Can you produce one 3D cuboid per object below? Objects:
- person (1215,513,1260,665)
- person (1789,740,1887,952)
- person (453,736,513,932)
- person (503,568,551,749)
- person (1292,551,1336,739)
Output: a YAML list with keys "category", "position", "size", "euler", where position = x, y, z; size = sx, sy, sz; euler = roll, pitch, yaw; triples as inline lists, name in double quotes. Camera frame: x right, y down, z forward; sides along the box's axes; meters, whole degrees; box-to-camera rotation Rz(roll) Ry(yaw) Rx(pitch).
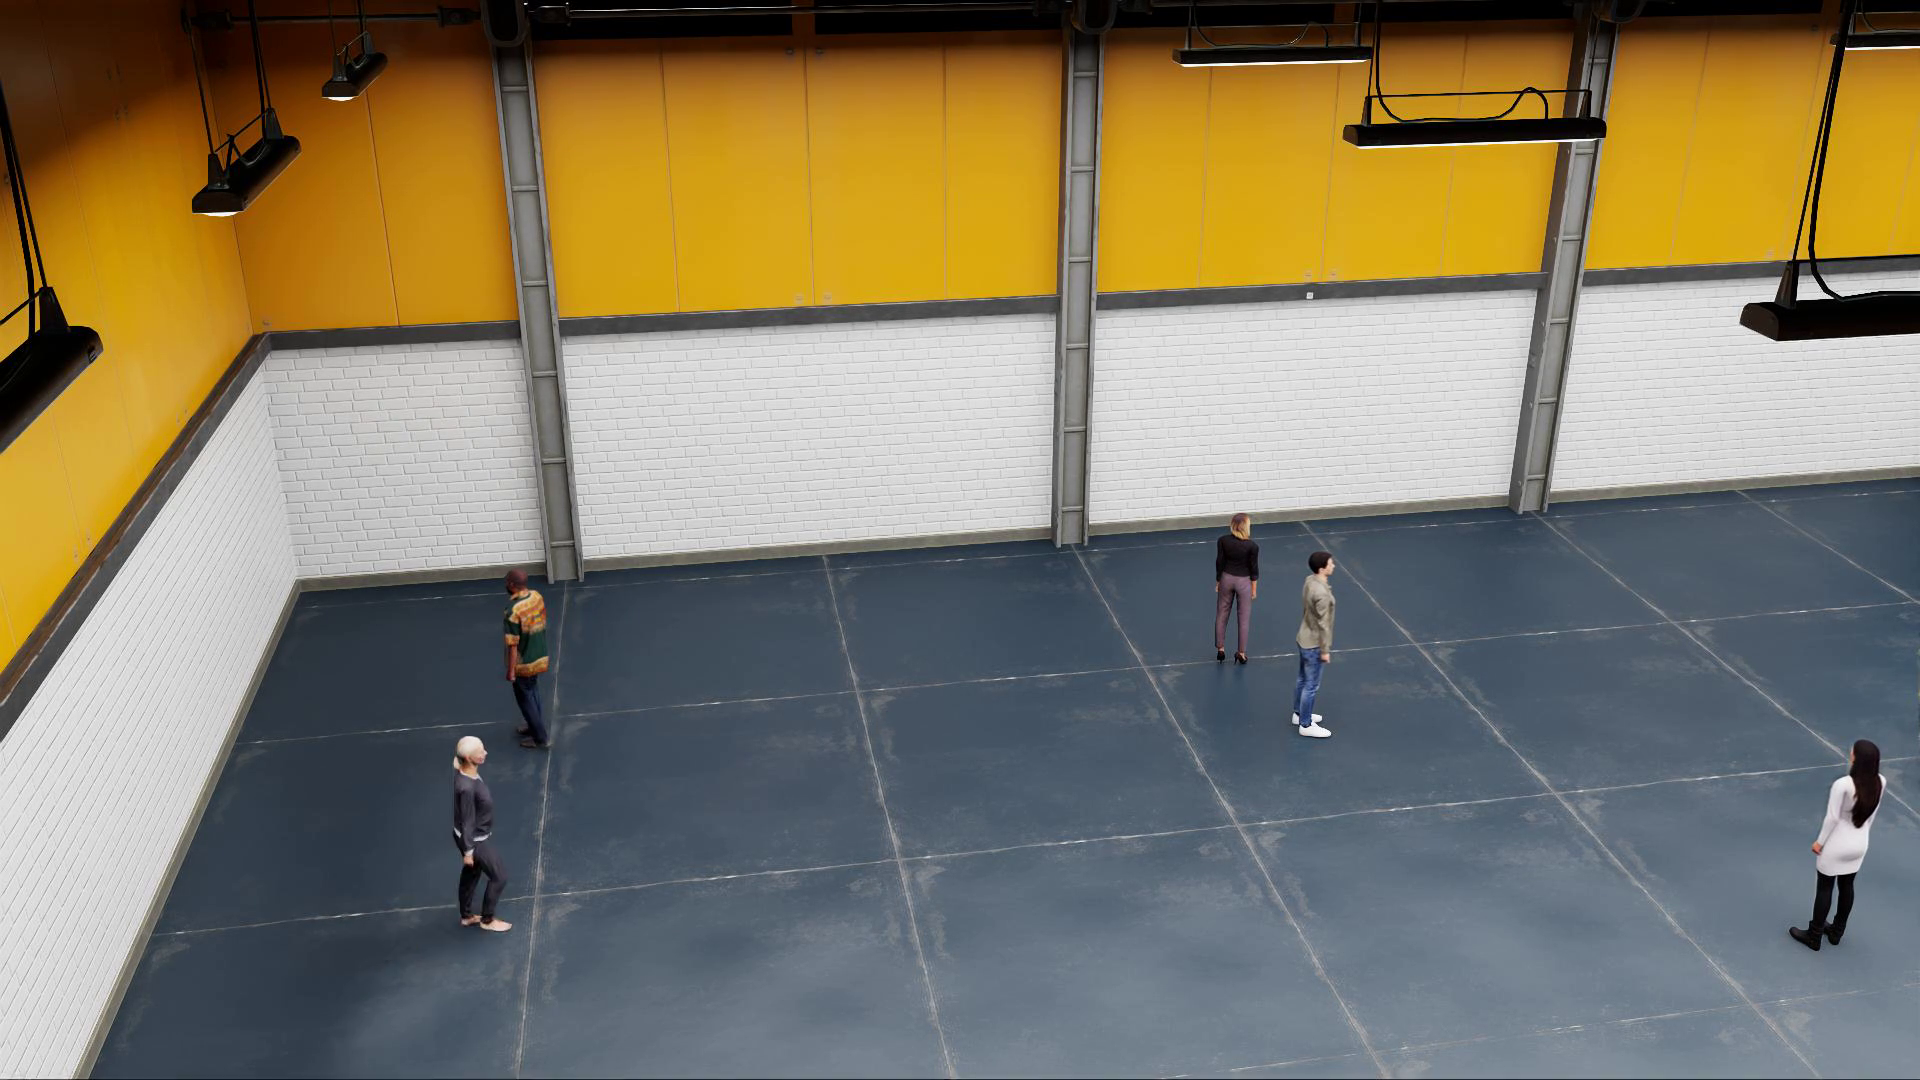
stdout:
- category: "person"
  position: [2.823, 0.499, 17.078]
  size: [0.657, 1.670, 0.750]
  euler: [10, 26, 22]
- category: "person"
  position: [6.760, 2.328, 12.722]
  size: [0.494, 1.809, 0.681]
  euler: [-6, 24, -14]
- category: "person"
  position: [-3.866, 2.300, 12.904]
  size: [0.686, 1.714, 0.694]
  euler: [-11, 26, -23]
- category: "person"
  position: [-4.039, 1.103, 15.529]
  size: [0.878, 1.804, 0.841]
  euler: [8, 25, 17]
- category: "person"
  position: [3.341, 0.965, 15.769]
  size: [0.633, 1.864, 0.732]
  euler: [-1, 24, -1]
